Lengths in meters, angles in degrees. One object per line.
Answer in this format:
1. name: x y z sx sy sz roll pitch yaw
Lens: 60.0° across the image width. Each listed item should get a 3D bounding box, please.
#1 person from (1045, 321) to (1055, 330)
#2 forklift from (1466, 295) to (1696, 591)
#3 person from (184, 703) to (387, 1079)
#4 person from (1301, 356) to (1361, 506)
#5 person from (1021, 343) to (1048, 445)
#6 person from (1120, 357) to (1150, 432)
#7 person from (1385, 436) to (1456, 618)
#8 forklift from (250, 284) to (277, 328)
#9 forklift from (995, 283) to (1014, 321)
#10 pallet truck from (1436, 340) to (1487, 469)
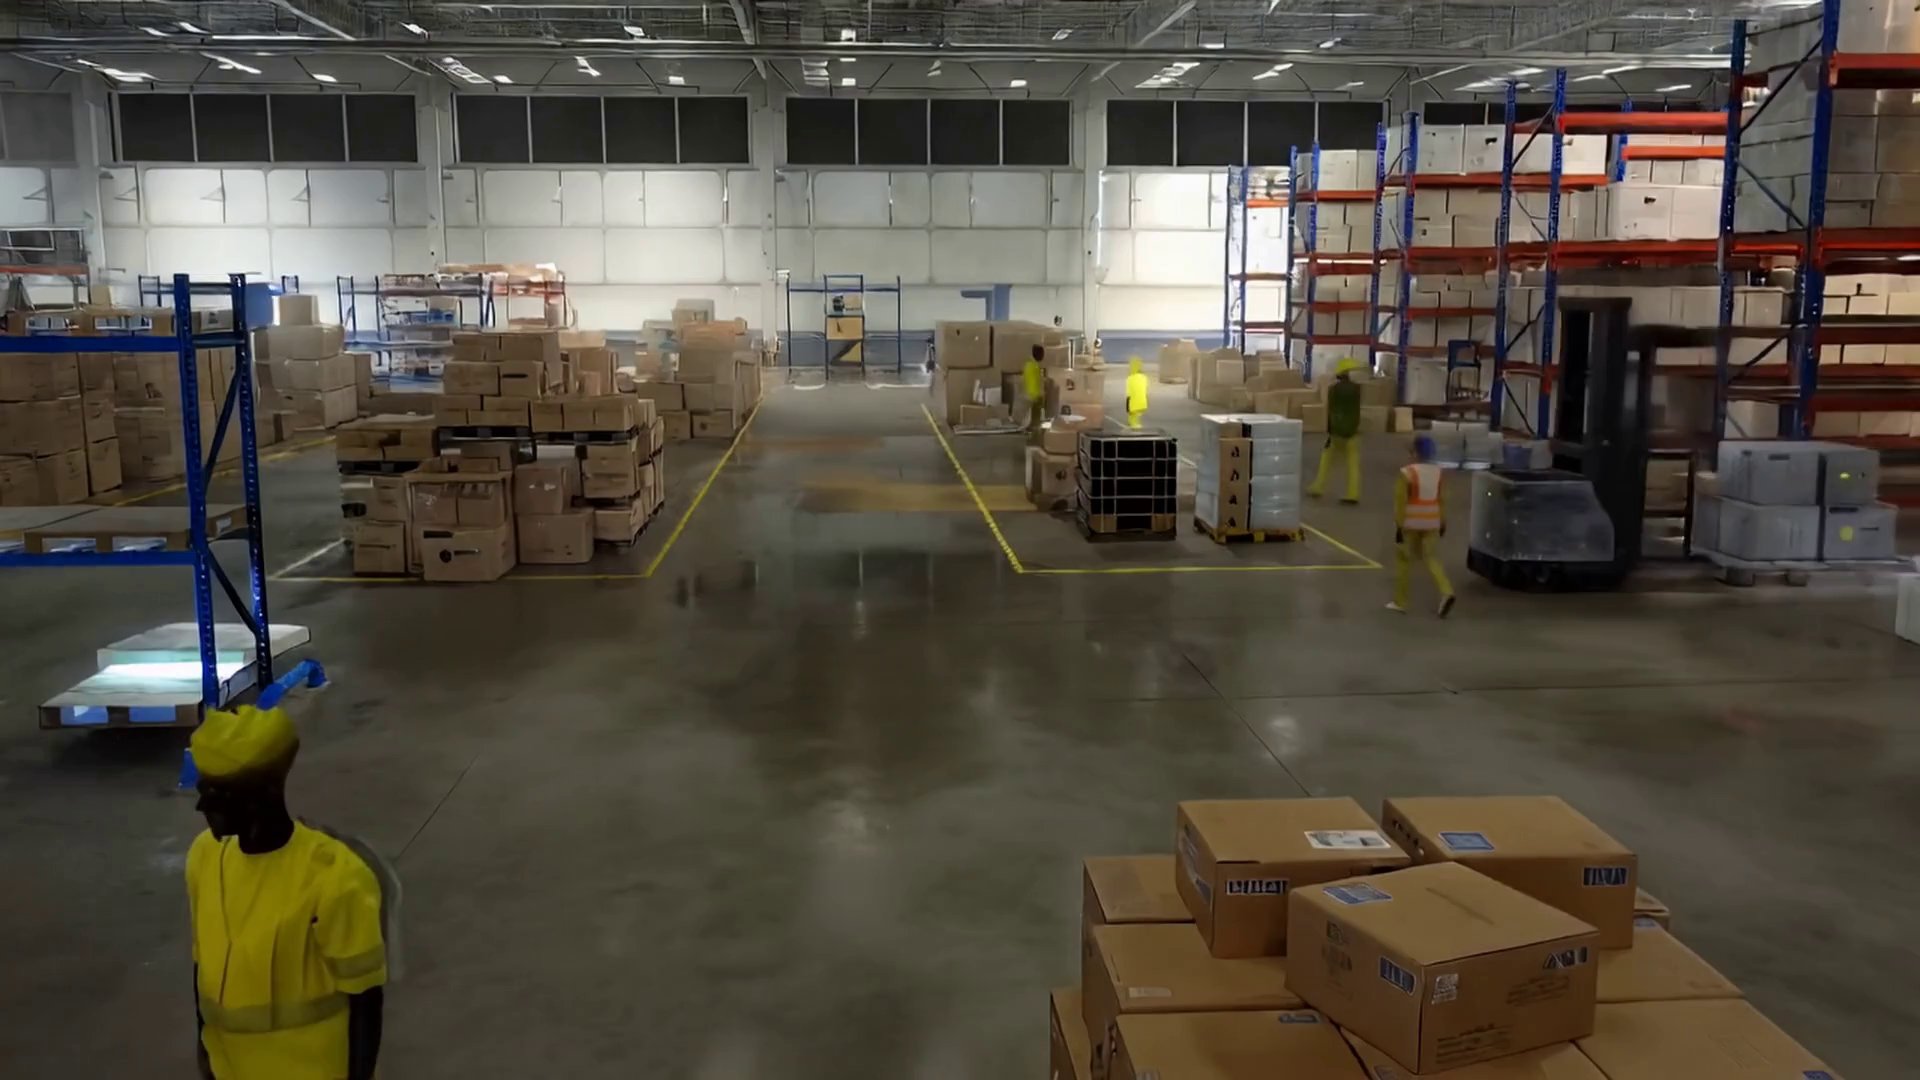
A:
1. person: 2.196 -4.371 40.529 0.571 1.900 0.845 -5 10 -29
2. forklift: 6.051 -0.972 16.136 1.873 2.768 1.129 -1 9 -4
3. person: -1.748 1.370 4.291 0.610 1.963 0.366 4 10 25
4. person: 4.961 -1.455 22.038 0.653 1.955 0.938 -6 11 -32
5. person: 1.334 -2.541 29.281 0.439 1.828 0.657 2 9 13
6. person: 2.846 -2.187 27.532 0.543 1.680 0.622 -6 11 -34
7. person: 4.126 -0.116 14.750 0.528 1.613 0.725 -3 9 -17
8. forklift: -15.998 -4.512 38.359 1.873 2.768 1.129 -2 9 -10
9. forklift: 1.088 -5.123 42.200 1.873 2.768 1.129 -1 9 -4
10. pallet truck: 8.004 -2.170 26.422 0.823 1.965 1.885 2 9 14
